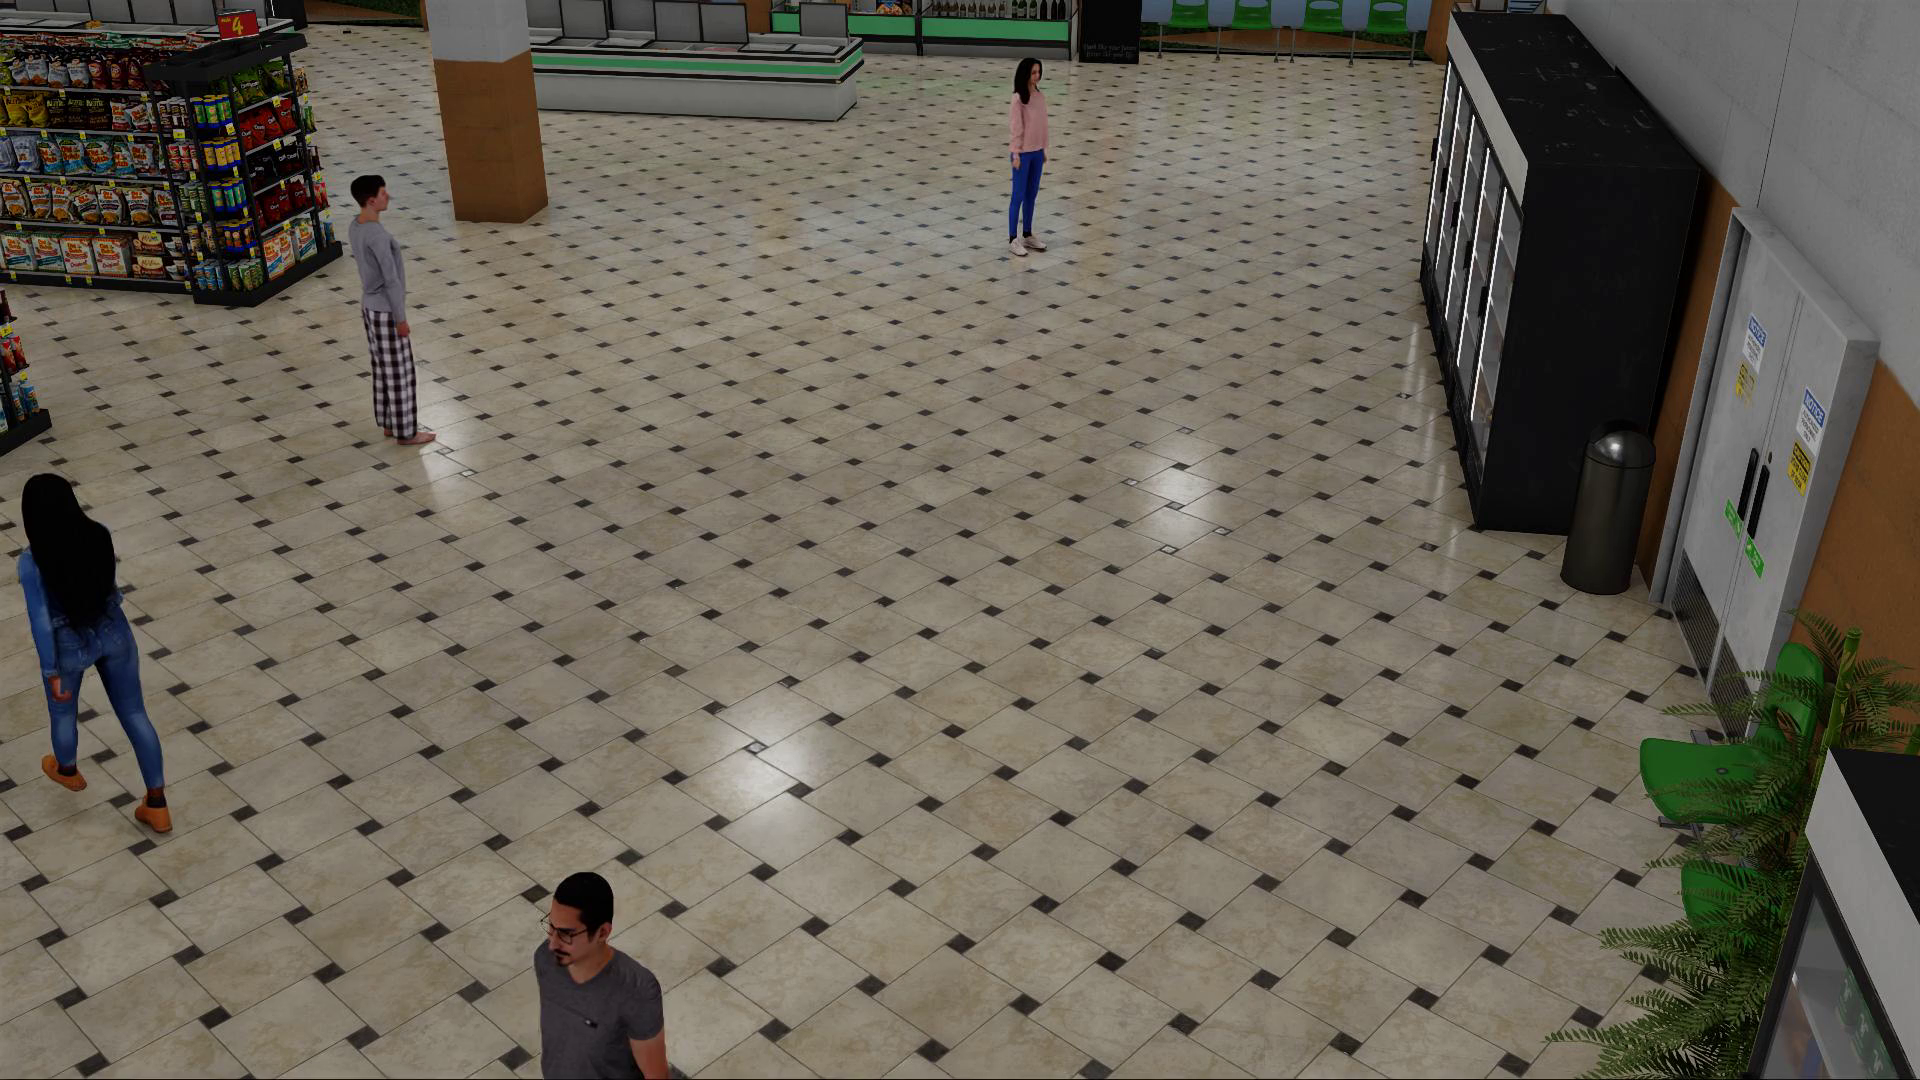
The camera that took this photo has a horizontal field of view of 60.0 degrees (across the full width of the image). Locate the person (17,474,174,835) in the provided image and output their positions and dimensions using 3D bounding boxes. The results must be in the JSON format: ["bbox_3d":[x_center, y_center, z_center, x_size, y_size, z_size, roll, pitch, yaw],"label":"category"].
[{"bbox_3d":[-3.749,0.543,7.308,1.172,1.681,0.939,18,32,31],"label":"person"}]

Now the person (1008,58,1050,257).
[{"bbox_3d":[0.609,-3.523,15.227,0.735,1.769,0.725,23,35,37],"label":"person"}]

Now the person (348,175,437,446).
[{"bbox_3d":[-3.900,-1.552,11.254,0.765,1.847,0.693,-20,33,-33],"label":"person"}]

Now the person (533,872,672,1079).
[{"bbox_3d":[-1.012,1.688,4.990,1.013,1.735,0.898,15,30,27],"label":"person"}]
